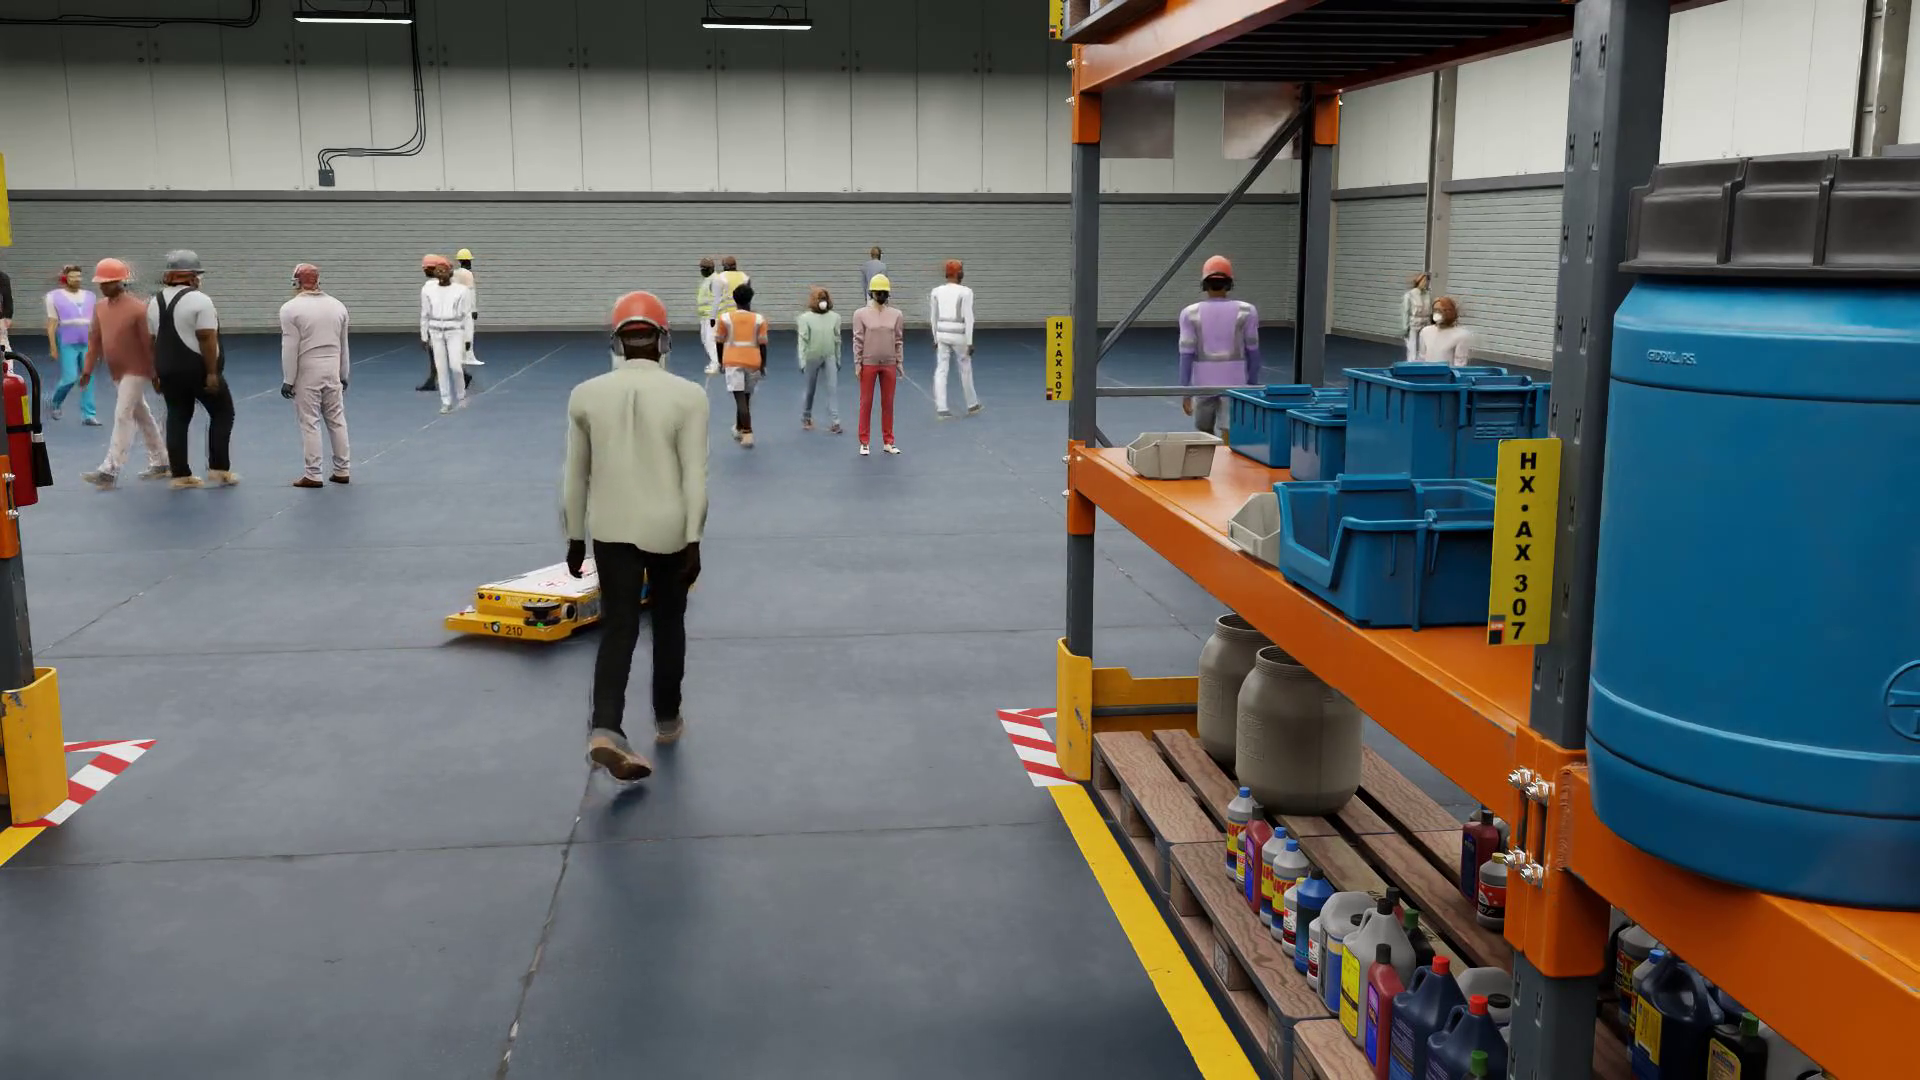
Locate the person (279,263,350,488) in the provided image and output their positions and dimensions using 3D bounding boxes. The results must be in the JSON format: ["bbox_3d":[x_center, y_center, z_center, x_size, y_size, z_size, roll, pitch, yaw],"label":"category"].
[{"bbox_3d":[-5.535,-1.402,14.236,0.402,1.904,0.652,6,12,31],"label":"person"}]

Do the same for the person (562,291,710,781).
[{"bbox_3d":[-1.323,-0.026,6.679,0.624,1.930,1.005,0,10,1],"label":"person"}]

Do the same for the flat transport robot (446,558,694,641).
[{"bbox_3d":[-2.163,0.300,9.378,0.652,0.197,1.431,4,11,23],"label":"flat transport robot"}]

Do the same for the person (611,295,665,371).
[{"bbox_3d":[-2.372,-0.977,12.420,0.545,1.714,0.915,6,12,29],"label":"person"}]

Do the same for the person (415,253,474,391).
[{"bbox_3d":[-7.141,-2.986,22.922,0.859,1.911,0.554,2,10,9],"label":"person"}]

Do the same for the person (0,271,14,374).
[{"bbox_3d":[-13.895,-3.200,23.842,0.622,1.994,0.381,1,10,4],"label":"person"}]

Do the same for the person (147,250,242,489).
[{"bbox_3d":[-6.505,-1.460,14.174,0.705,2.000,0.672,4,11,21],"label":"person"}]

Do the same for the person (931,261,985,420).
[{"bbox_3d":[-0.025,-2.365,19.668,0.606,1.841,0.923,6,12,28],"label":"person"}]

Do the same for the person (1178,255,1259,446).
[{"bbox_3d":[2.014,-1.209,12.967,0.629,2.001,1.062,1,10,7],"label":"person"}]

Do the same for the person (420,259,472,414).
[{"bbox_3d":[-6.211,-2.451,20.090,0.584,1.870,0.423,0,10,0],"label":"person"}]

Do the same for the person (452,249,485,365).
[{"bbox_3d":[-8.227,-3.878,27.731,0.354,1.930,0.594,-10,14,-43],"label":"person"}]

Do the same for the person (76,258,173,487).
[{"bbox_3d":[-7.258,-1.434,14.296,0.662,1.930,1.038,6,12,28],"label":"person"}]

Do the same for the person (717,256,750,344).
[{"bbox_3d":[-3.741,-3.739,27.287,0.637,1.815,0.590,-7,13,-35],"label":"person"}]

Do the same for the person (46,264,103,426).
[{"bbox_3d":[-10.050,-2.204,18.831,0.606,1.833,0.569,6,12,30],"label":"person"}]

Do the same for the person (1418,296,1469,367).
[{"bbox_3d":[4.160,-1.323,14.579,0.695,1.604,0.529,-9,14,-40],"label":"person"}]

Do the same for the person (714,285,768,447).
[{"bbox_3d":[-2.246,-1.793,17.081,0.528,1.636,0.888,-5,11,-23],"label":"person"}]

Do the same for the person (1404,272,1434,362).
[{"bbox_3d":[6.573,-3.027,23.908,0.528,1.630,0.392,-4,11,-20],"label":"person"}]

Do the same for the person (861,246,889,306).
[{"bbox_3d":[-1.673,-4.869,33.148,0.630,1.940,0.371,7,13,34],"label":"person"}]

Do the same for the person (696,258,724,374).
[{"bbox_3d":[-3.905,-3.513,26.098,0.488,1.806,0.719,-5,12,-27],"label":"person"}]

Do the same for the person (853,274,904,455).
[{"bbox_3d":[-0.796,-1.718,16.338,0.522,1.771,0.306,-4,11,-21],"label":"person"}]

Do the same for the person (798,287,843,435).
[{"bbox_3d":[-1.540,-1.968,18.207,0.522,1.589,0.862,-5,11,-24],"label":"person"}]
